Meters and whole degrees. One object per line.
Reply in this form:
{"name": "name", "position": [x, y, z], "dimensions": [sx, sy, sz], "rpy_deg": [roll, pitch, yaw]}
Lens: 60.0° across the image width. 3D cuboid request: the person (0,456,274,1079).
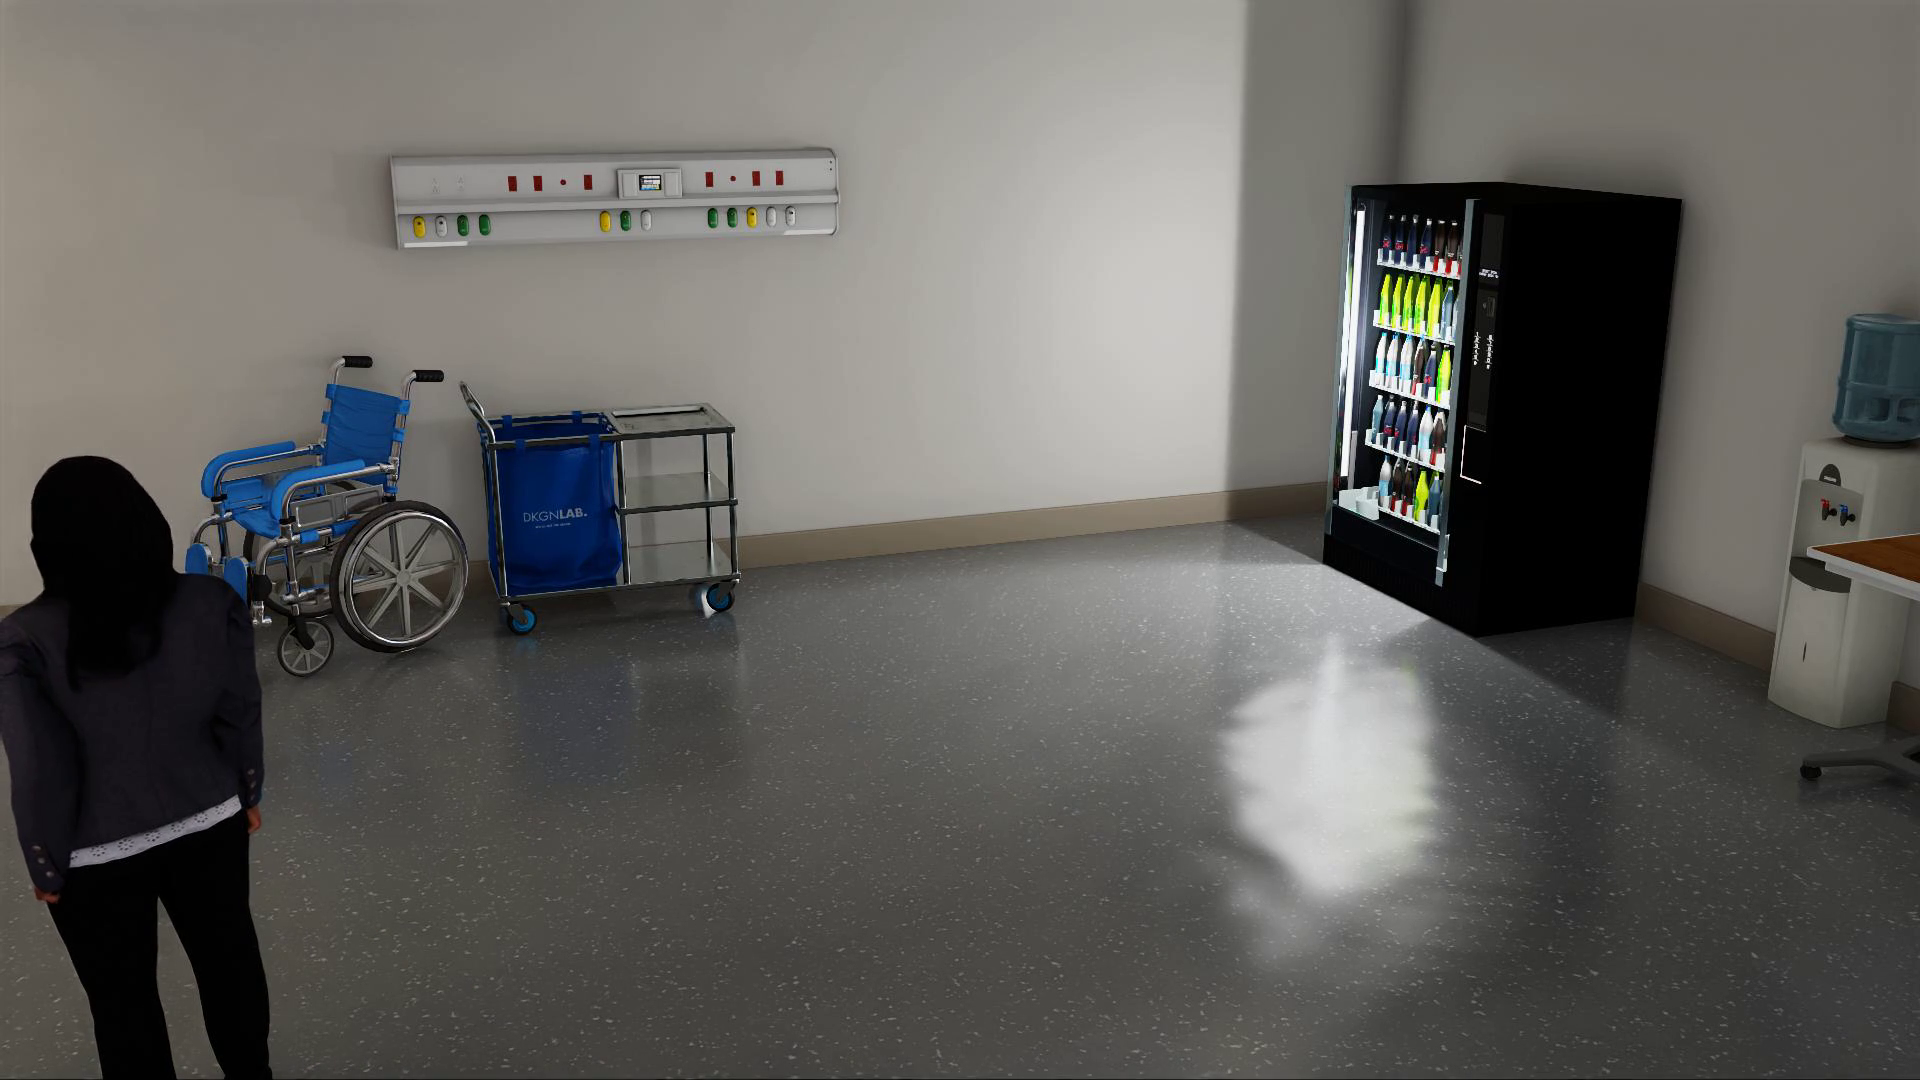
{"name": "person", "position": [-1.740, 0.597, 3.548], "dimensions": [0.803, 1.604, 0.781], "rpy_deg": [15, 22, 43]}
